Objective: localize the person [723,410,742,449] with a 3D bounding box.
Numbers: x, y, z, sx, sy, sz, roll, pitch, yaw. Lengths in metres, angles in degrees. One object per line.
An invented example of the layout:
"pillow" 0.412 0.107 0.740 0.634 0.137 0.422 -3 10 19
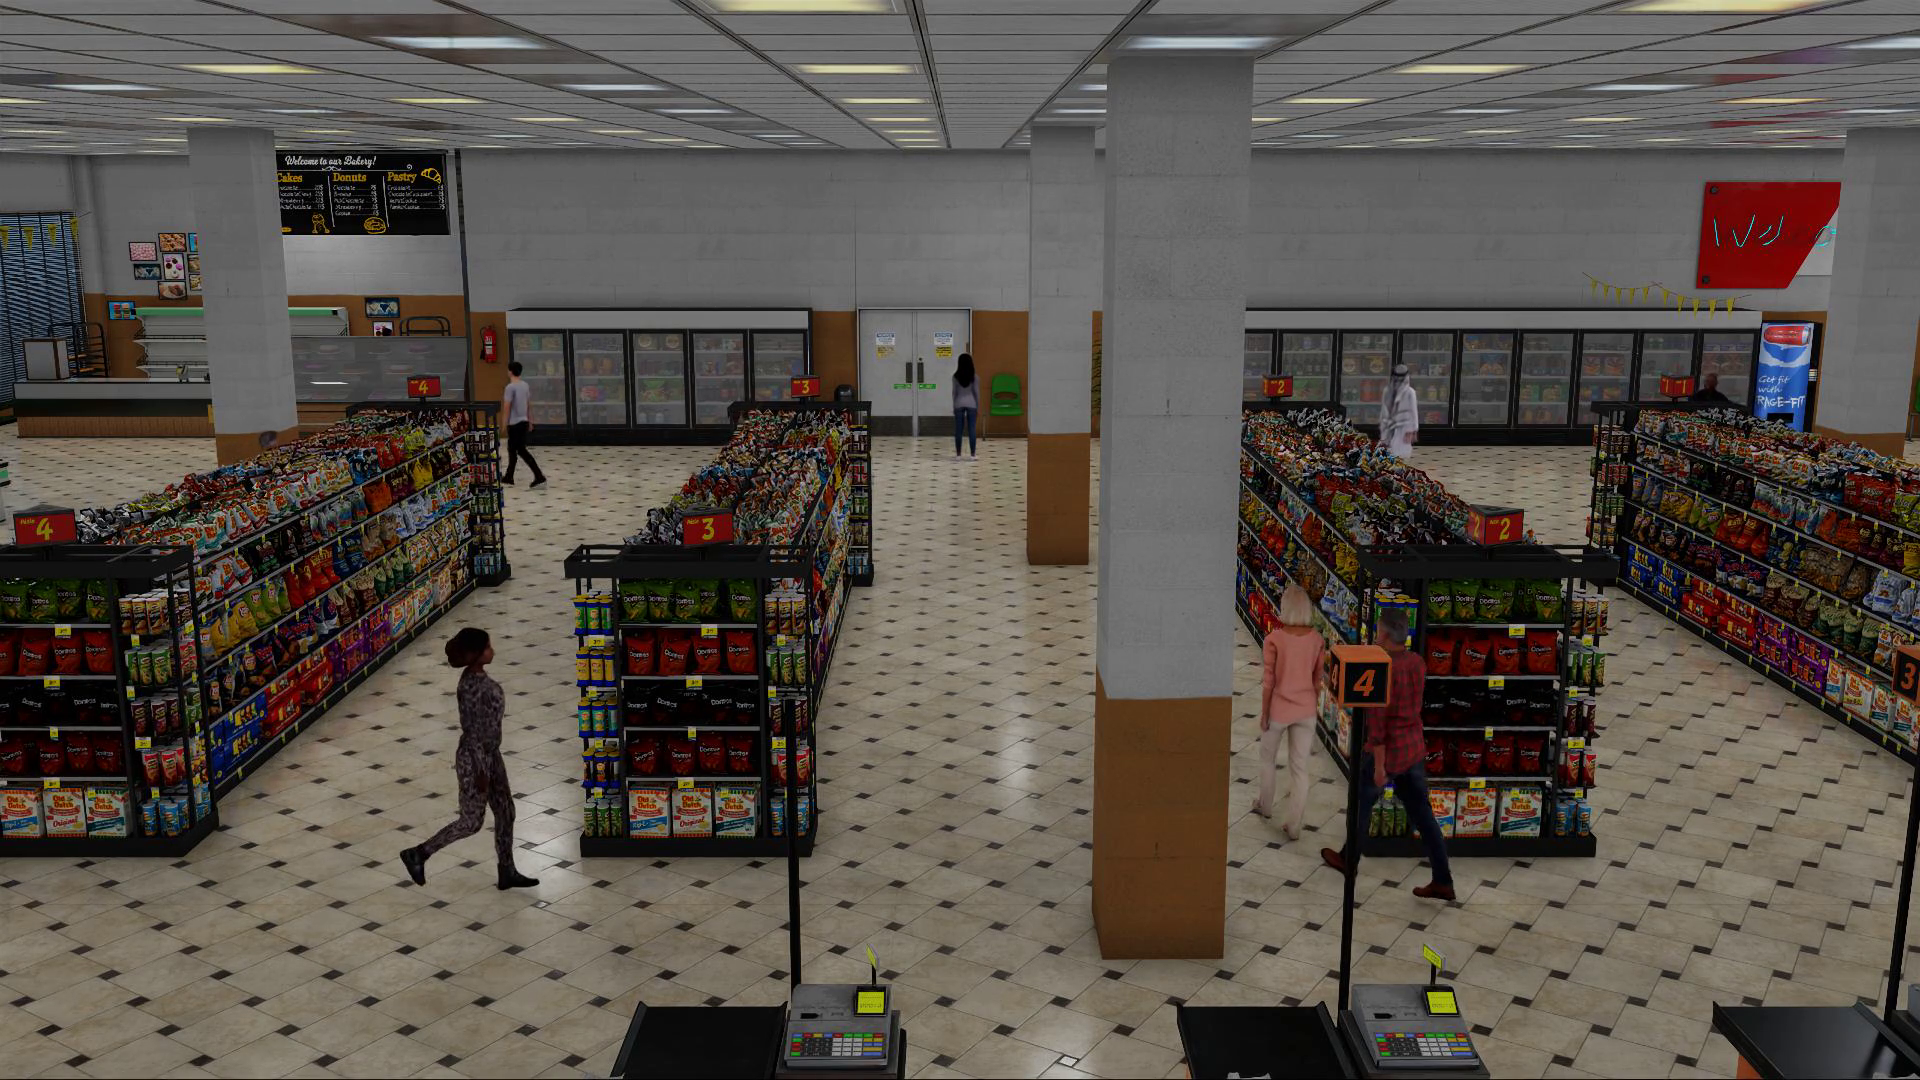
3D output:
"person" -3.005 -1.070 22.486 0.725 1.438 0.790 -10 16 -41

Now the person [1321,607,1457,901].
"person" 2.734 1.344 10.166 1.156 1.791 1.304 -9 15 -38

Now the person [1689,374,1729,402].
"person" 10.439 -1.419 23.297 1.219 1.786 1.178 -11 16 -41

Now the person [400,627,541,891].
"person" -3.040 1.381 10.219 0.678 1.696 0.987 -1 12 -4

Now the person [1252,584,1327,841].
"person" 2.248 1.179 11.178 0.675 1.698 0.897 -1 12 -7

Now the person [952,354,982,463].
"person" 0.091 -2.137 26.833 0.652 1.735 0.590 2 12 11

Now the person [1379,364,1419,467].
"person" 6.123 -1.501 23.387 0.901 1.910 0.962 11 16 43

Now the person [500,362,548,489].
"person" -6.399 -1.657 24.311 1.003 1.835 1.187 4 13 19
